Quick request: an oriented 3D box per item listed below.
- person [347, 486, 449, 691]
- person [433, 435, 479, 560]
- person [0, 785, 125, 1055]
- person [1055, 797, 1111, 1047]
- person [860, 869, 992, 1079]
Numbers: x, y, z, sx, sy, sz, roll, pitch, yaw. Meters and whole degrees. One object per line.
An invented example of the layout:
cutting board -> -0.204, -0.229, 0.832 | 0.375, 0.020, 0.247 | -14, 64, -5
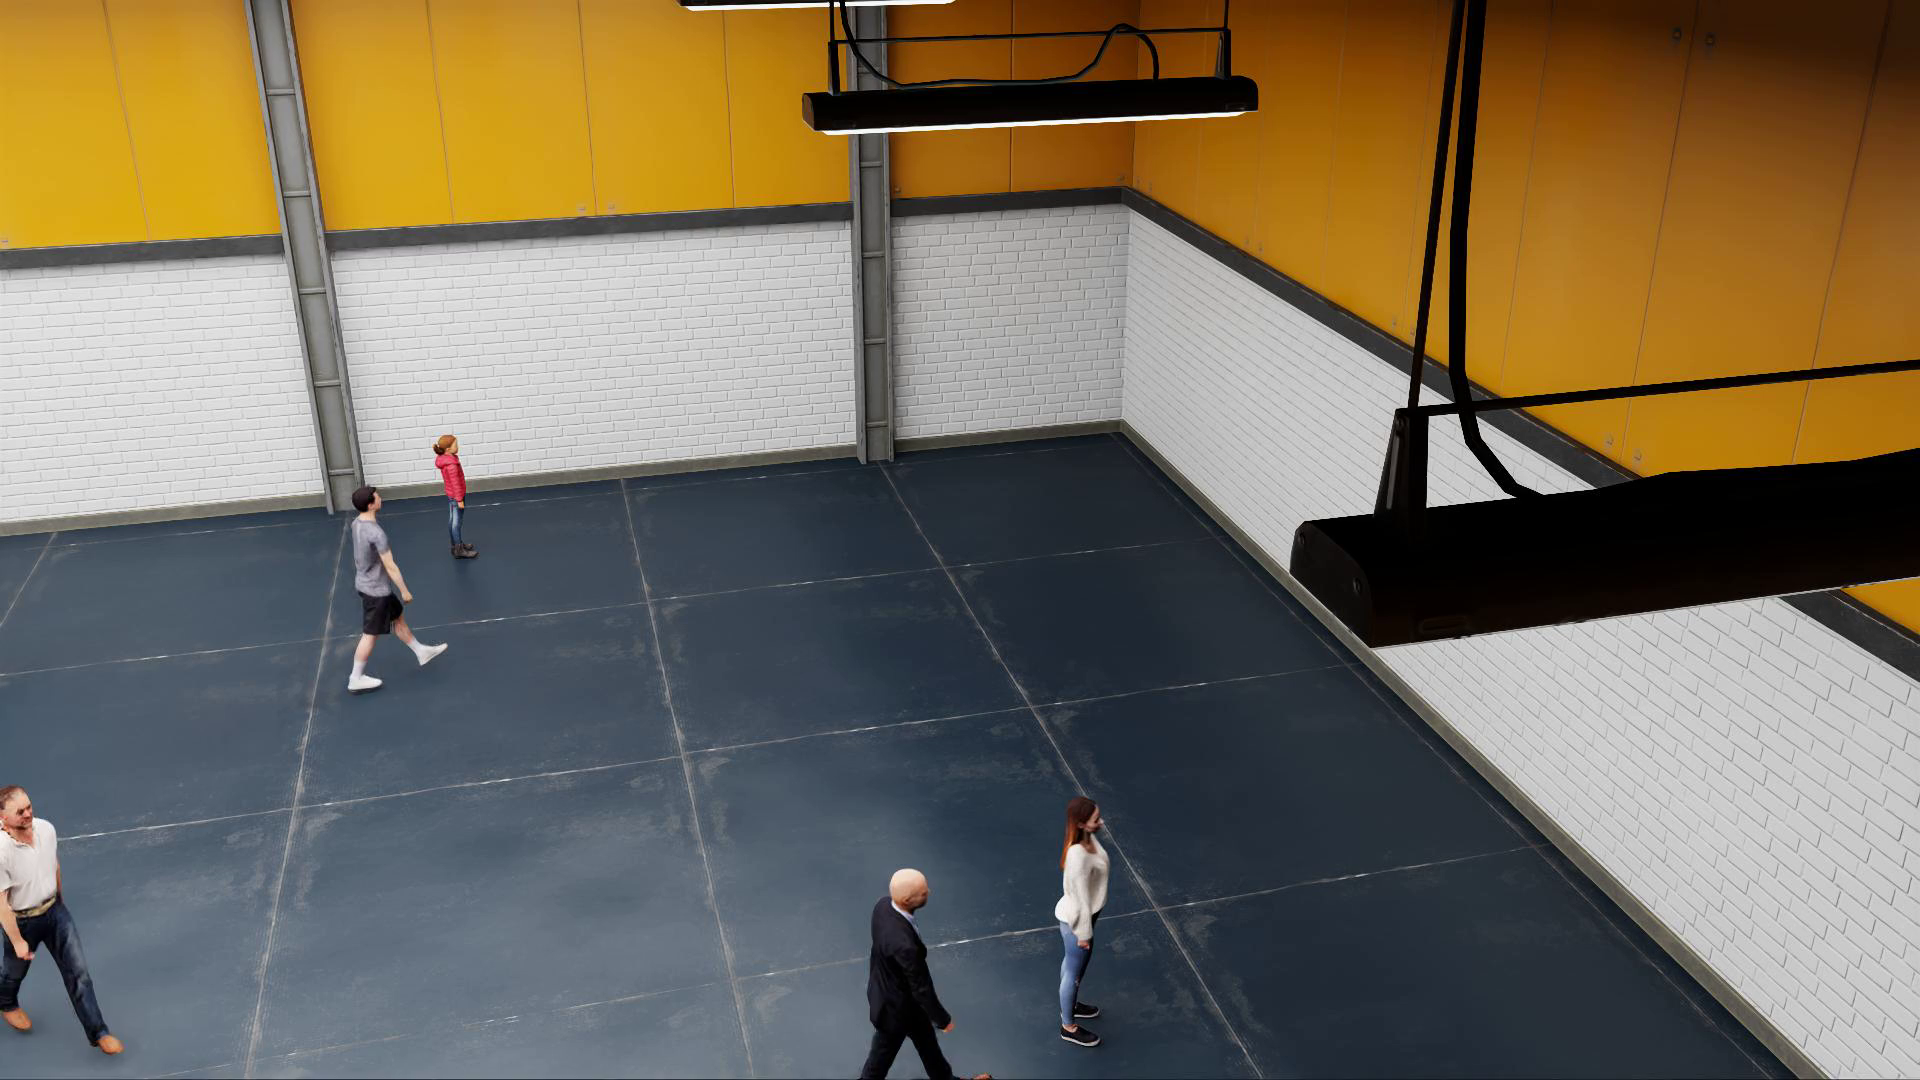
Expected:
person -> -5.137, 0.449, 14.359 | 1.278, 1.830, 0.984 | -17, 29, -34
person -> -5.197, -0.458, 17.074 | 0.552, 1.318, 0.548 | -11, 26, -24
person -> -5.735, 2.302, 10.142 | 1.305, 1.813, 1.226 | 12, 26, 25
person -> 0.737, 2.321, 10.249 | 0.676, 1.692, 0.693 | 3, 24, 7
person -> -0.446, 2.649, 9.408 | 1.117, 1.765, 0.743 | -5, 24, -10
